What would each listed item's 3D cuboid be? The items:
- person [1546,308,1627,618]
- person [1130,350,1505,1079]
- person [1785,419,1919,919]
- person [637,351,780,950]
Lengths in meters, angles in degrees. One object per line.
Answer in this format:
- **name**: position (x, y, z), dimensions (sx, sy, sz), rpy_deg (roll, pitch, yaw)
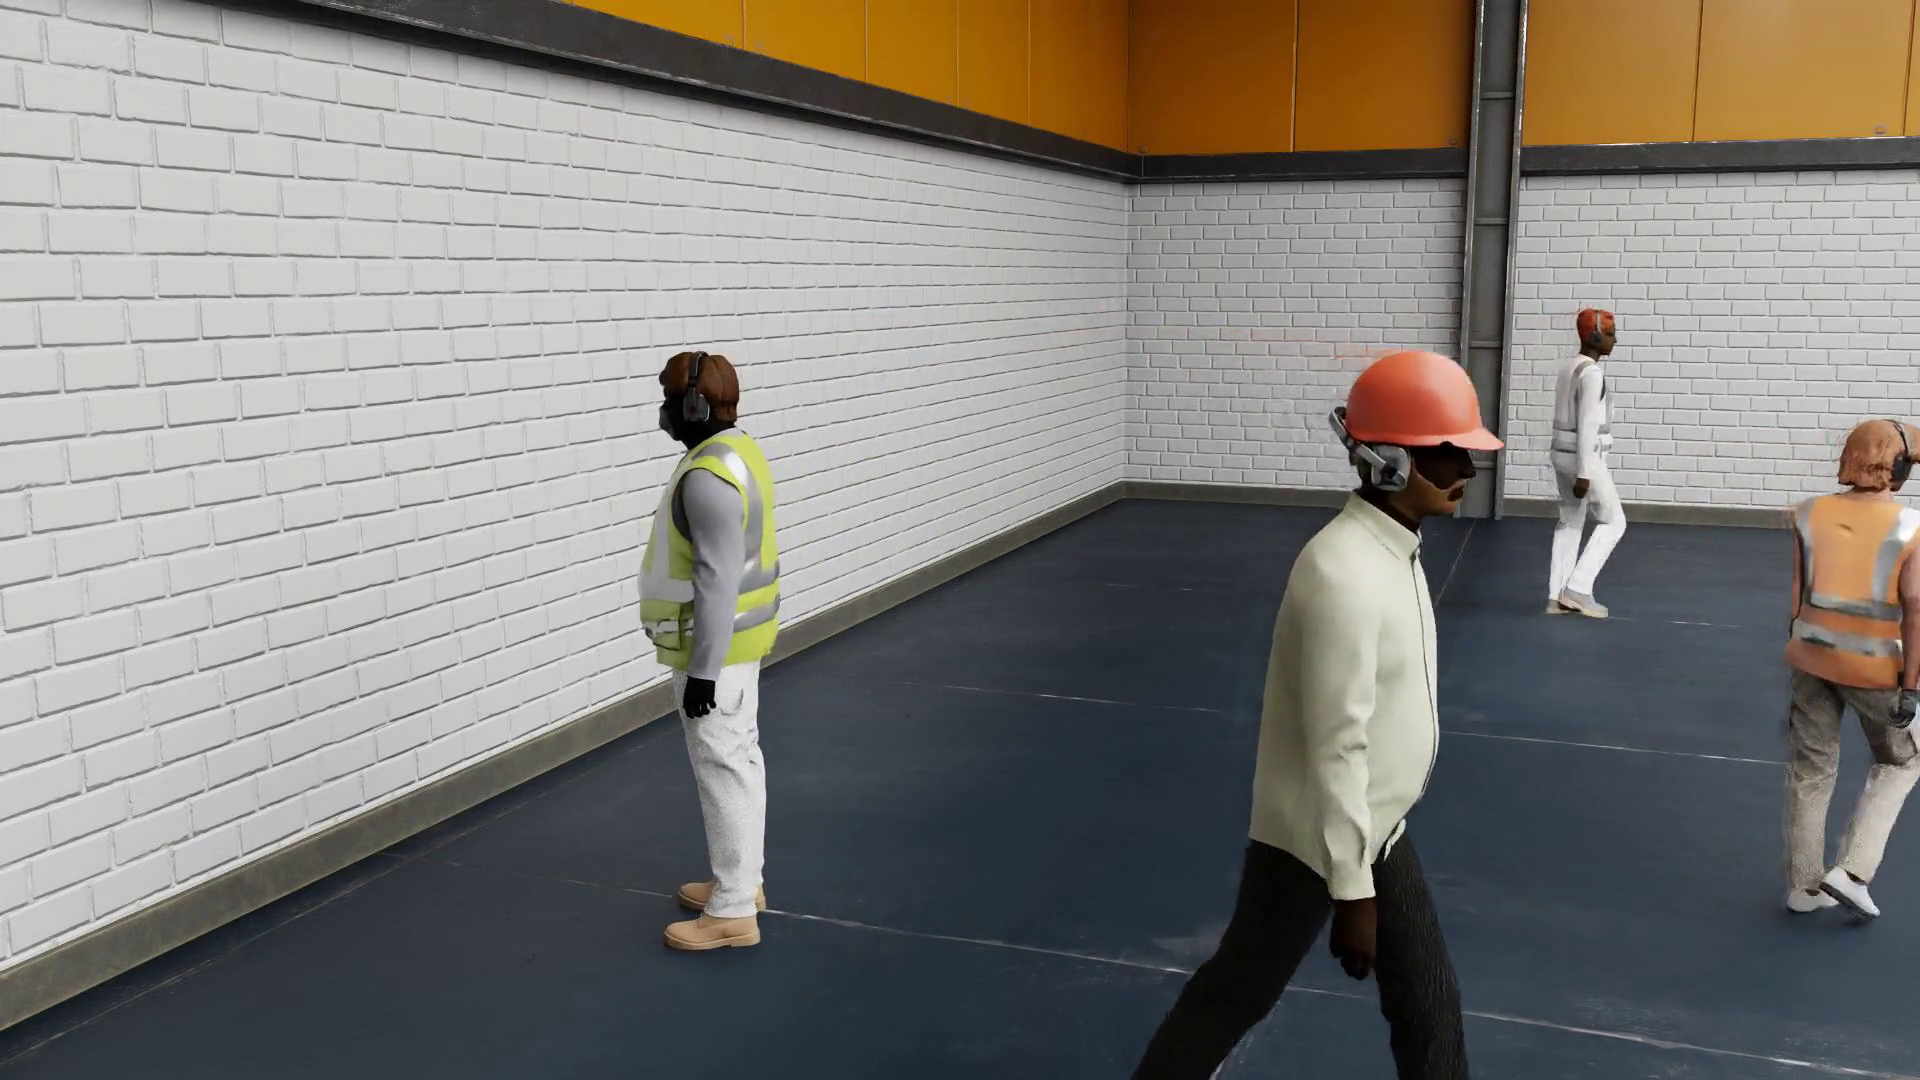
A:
- **person**: position (3.797, -0.452, 10.040), dimensions (0.466, 1.872, 0.585), rpy_deg (0, 9, 0)
- **person**: position (0.758, 0.576, 3.404), dimensions (1.078, 1.932, 0.632), rpy_deg (5, 10, 26)
- **person**: position (2.860, 0.425, 5.311), dimensions (0.375, 1.625, 0.517), rpy_deg (-6, 11, -31)
- **person**: position (-0.776, 0.337, 5.165), dimensions (0.429, 1.841, 0.634), rpy_deg (0, 9, 0)
